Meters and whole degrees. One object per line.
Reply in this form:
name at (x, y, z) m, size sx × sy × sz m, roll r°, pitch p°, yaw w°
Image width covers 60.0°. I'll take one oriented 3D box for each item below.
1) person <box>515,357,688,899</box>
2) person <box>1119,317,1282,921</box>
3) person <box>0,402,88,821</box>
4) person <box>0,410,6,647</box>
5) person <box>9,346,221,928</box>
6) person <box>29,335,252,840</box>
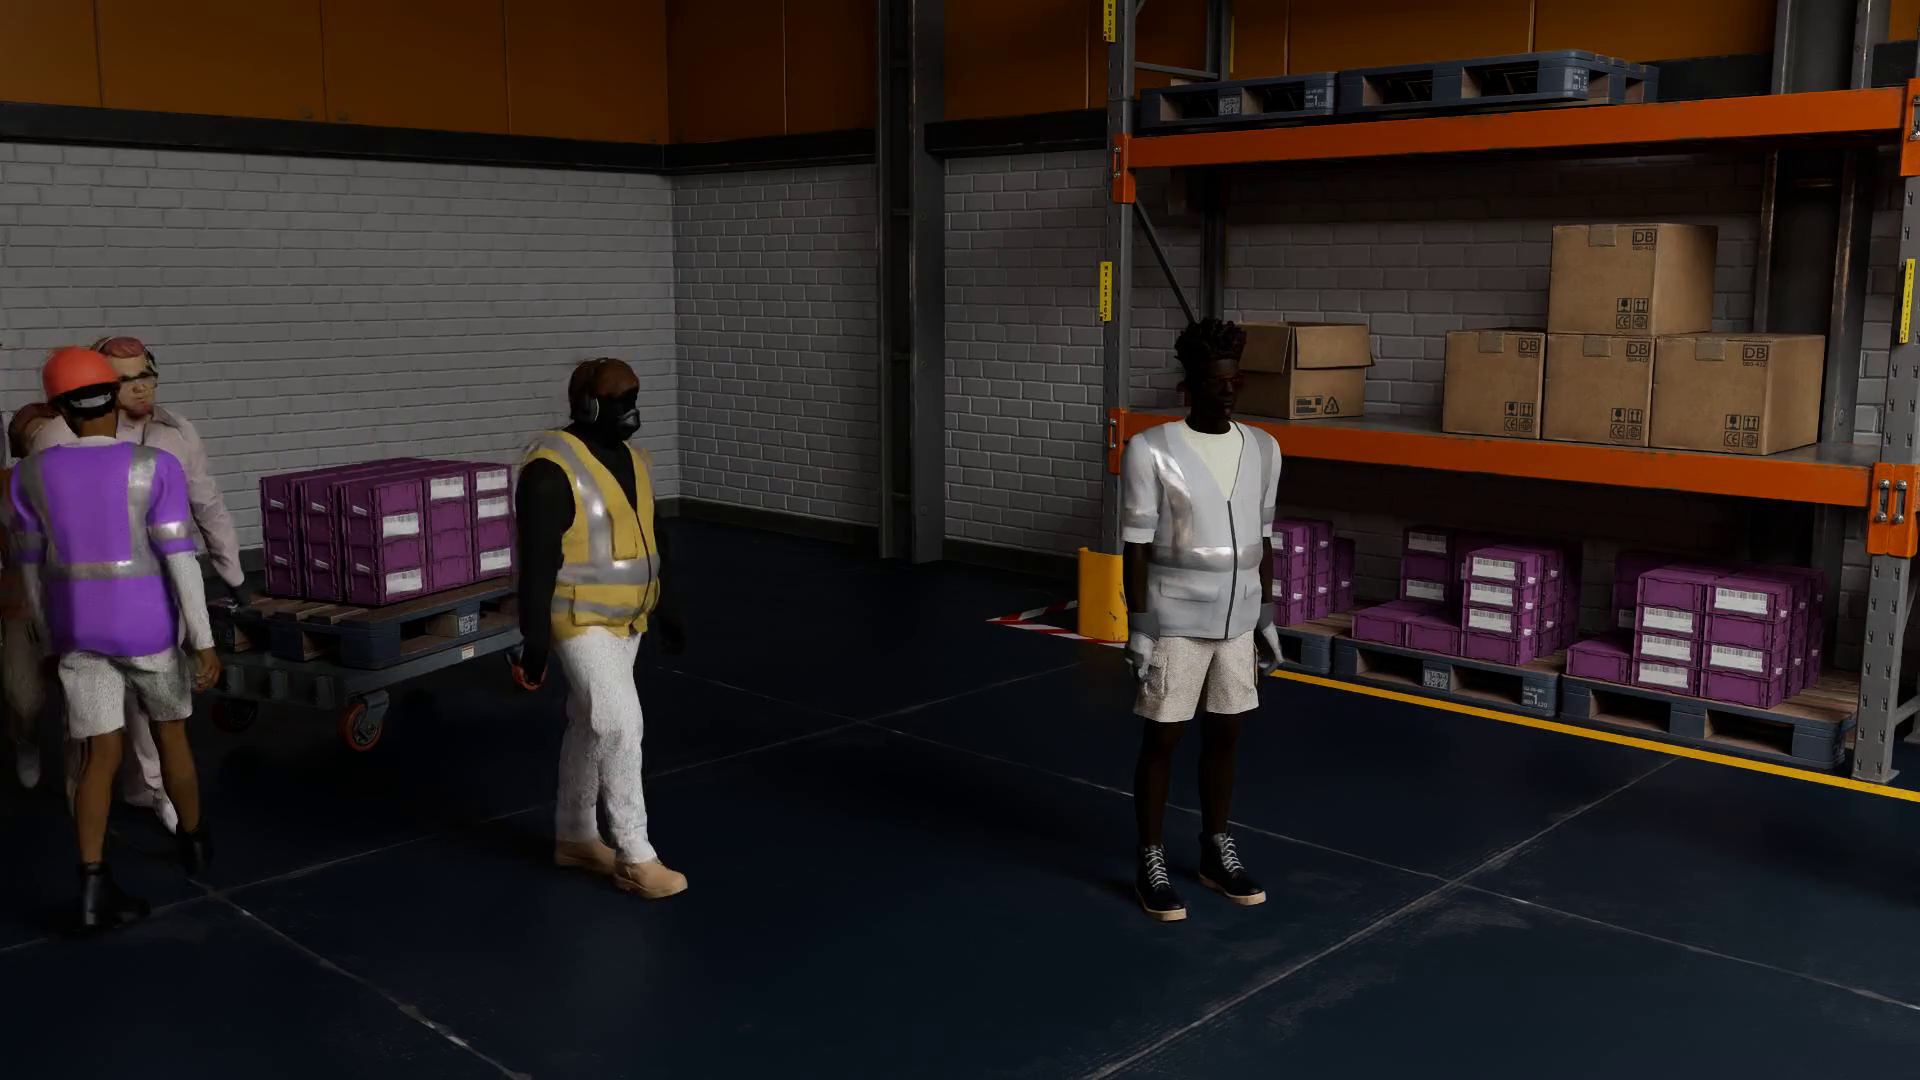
person at (-1.141, 0.293, 5.681) m, size 0.764 × 1.814 × 0.654 m, roll 3°, pitch 10°, yaw 20°
person at (0.801, 0.255, 5.479) m, size 0.602 × 1.966 × 0.368 m, roll -4°, pitch 10°, yaw -25°
person at (-3.530, 0.271, 6.441) m, size 0.516 × 1.621 × 0.491 m, roll -7°, pitch 11°, yaw -35°
person at (-5.307, -0.280, 9.094) m, size 0.561 × 1.857 × 0.372 m, roll 8°, pitch 12°, yaw 40°
person at (-2.774, 0.304, 5.492) m, size 0.619 × 1.879 × 0.921 m, roll -1°, pitch 9°, yaw -9°
person at (-3.012, 0.176, 6.225) m, size 0.736 × 1.868 × 0.788 m, roll 5°, pitch 10°, yaw 27°
